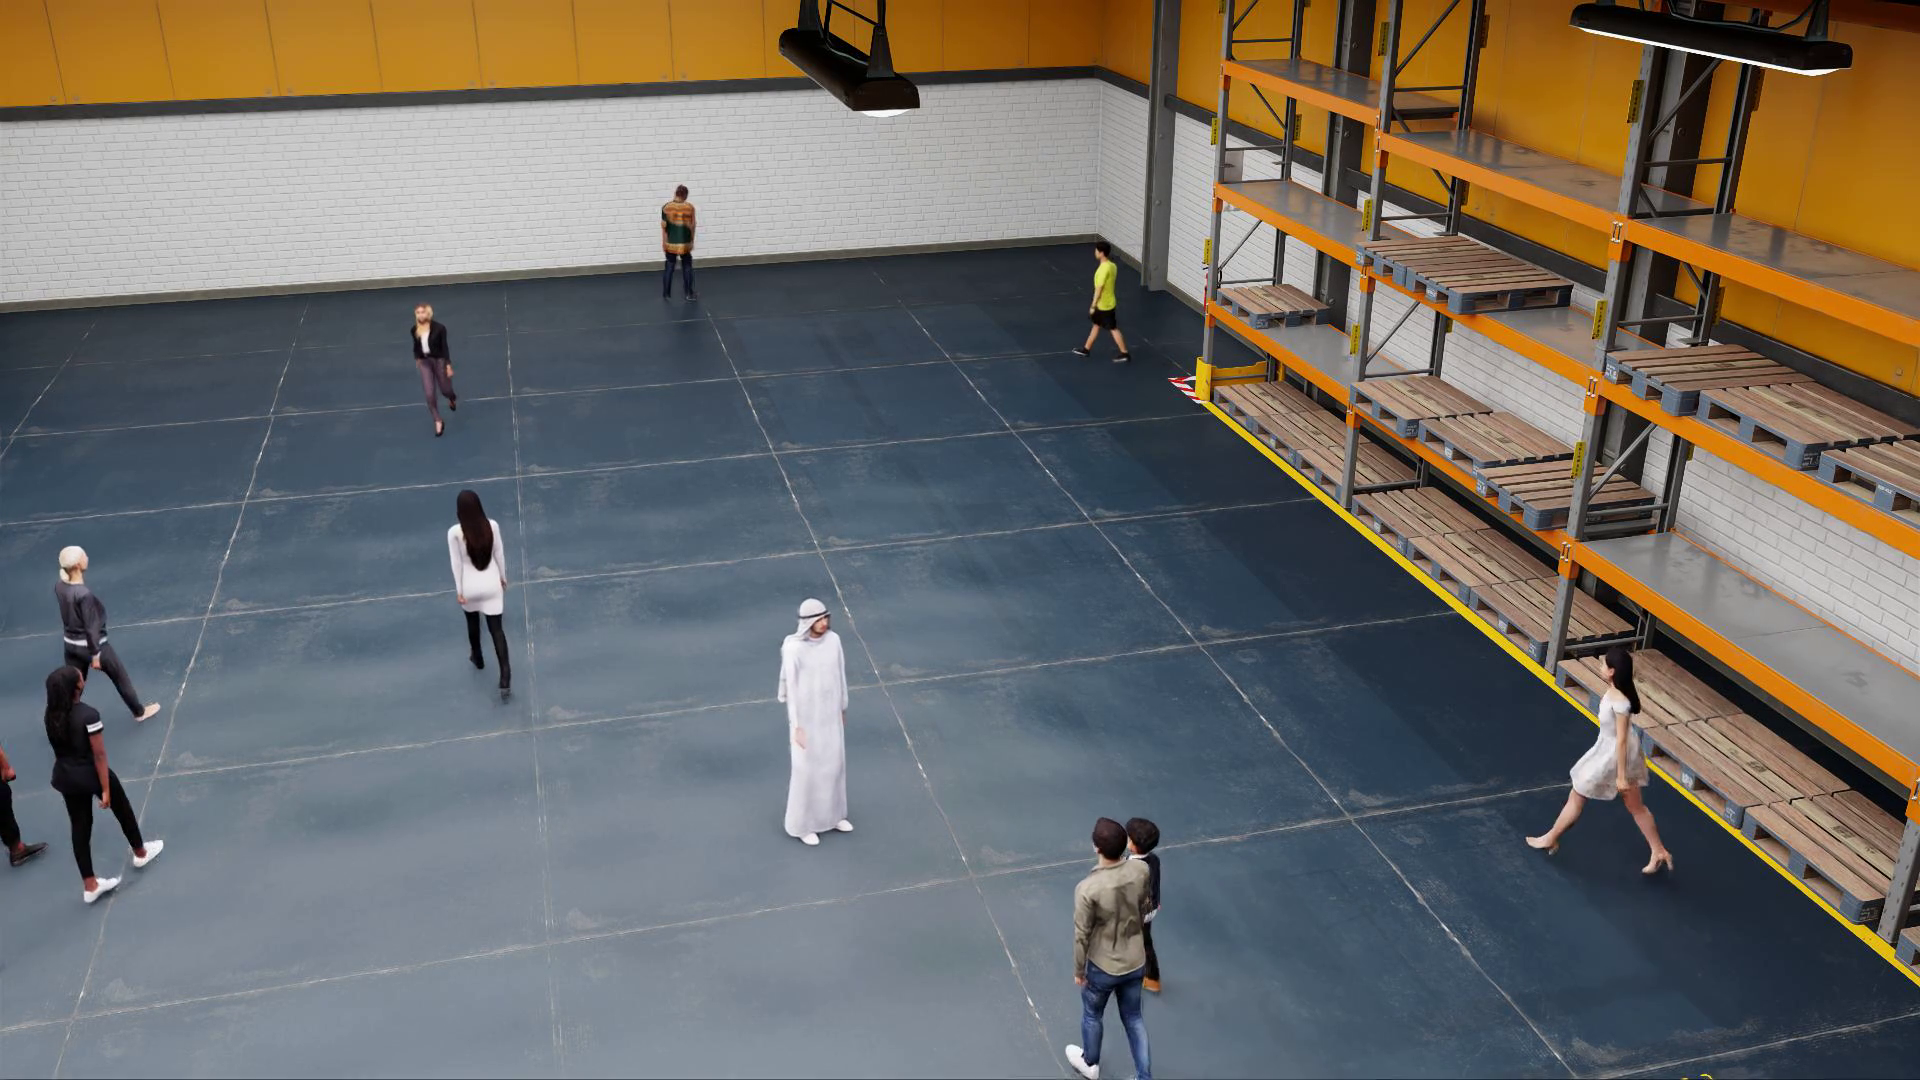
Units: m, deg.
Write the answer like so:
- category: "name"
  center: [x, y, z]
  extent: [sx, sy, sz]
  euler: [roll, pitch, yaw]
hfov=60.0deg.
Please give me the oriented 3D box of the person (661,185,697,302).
- category: "person"
  center: [-4.343, -4.610, 25.928]
  extent: [0.752, 1.771, 0.651]
  euler: [-12, 27, -26]

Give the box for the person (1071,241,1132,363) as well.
- category: "person"
  center: [2.093, -3.250, 22.952]
  extent: [1.060, 1.663, 1.139]
  euler: [7, 24, 15]

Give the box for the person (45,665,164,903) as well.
- category: "person"
  center: [-6.122, 1.723, 11.525]
  extent: [0.850, 1.704, 1.040]
  euler: [5, 24, 10]

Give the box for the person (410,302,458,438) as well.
- category: "person"
  center: [-6.407, -2.118, 20.373]
  extent: [0.743, 1.654, 0.950]
  euler: [0, 24, -1]

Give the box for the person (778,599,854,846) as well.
- category: "person"
  center: [-1.063, 1.300, 12.216]
  extent: [0.826, 1.924, 0.817]
  euler: [-18, 29, -36]

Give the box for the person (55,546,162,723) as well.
- category: "person"
  center: [-7.153, 0.885, 13.463]
  extent: [1.050, 1.686, 1.169]
  euler: [10, 26, 22]

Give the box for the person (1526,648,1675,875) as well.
- category: "person"
  center: [4.714, 1.625, 11.735]
  extent: [1.192, 1.715, 1.219]
  euler: [8, 25, 17]

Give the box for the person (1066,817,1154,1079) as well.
- category: "person"
  center: [0.929, 2.445, 9.649]
  extent: [0.818, 1.883, 1.004]
  euler: [-10, 26, -22]

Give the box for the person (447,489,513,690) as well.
- category: "person"
  center: [-4.103, 0.473, 14.307]
  extent: [0.808, 1.765, 1.223]
  euler: [-11, 26, -24]
